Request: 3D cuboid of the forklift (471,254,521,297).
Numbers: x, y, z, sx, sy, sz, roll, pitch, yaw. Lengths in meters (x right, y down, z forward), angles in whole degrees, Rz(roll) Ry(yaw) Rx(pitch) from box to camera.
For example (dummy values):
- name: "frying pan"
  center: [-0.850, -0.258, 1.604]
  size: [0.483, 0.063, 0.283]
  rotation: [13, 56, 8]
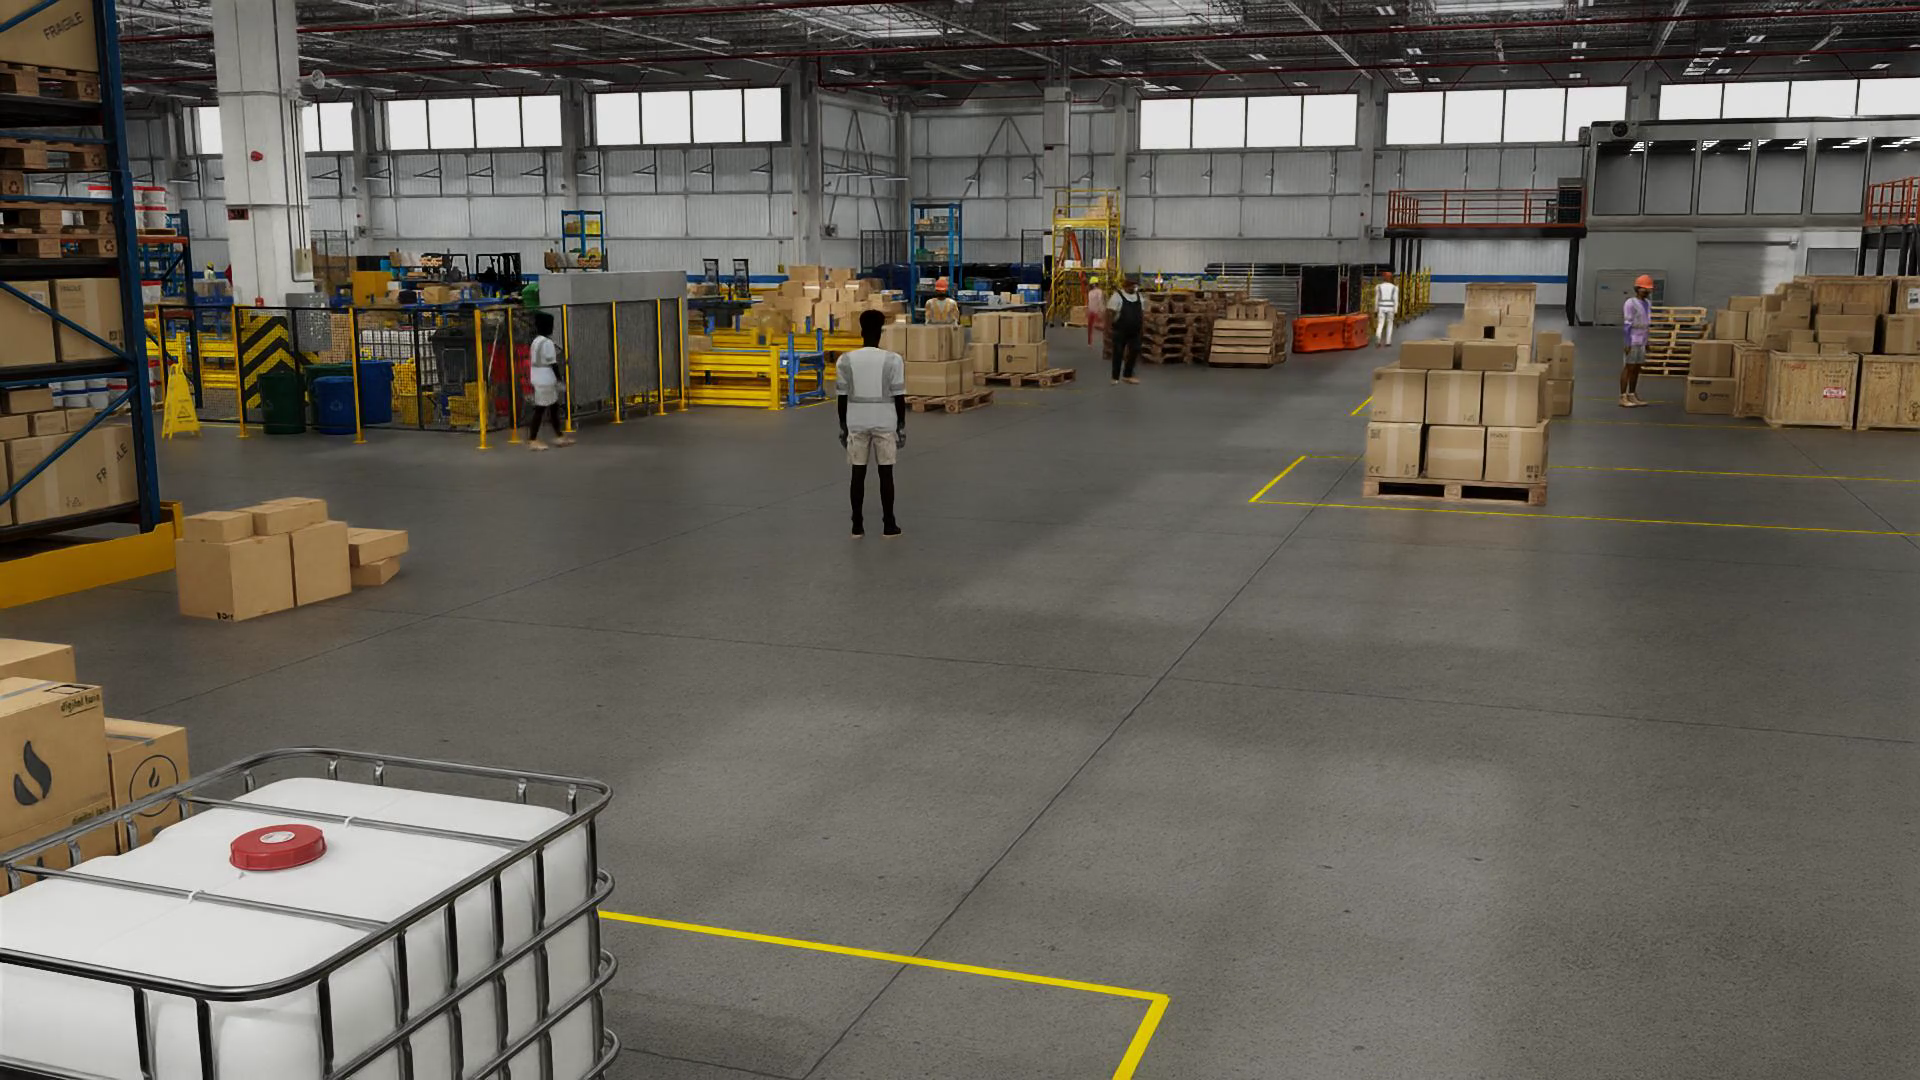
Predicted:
- name: "forklift"
  center: [-17.990, -10.121, 64.684]
  size: [1.157, 1.987, 2.680]
  rotation: [3, 11, 17]

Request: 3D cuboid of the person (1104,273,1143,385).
- name: "person"
  center: [2.940, -3.771, 29.673]
  size: [0.840, 2.000, 0.534]
  rotation: [-5, 11, -27]

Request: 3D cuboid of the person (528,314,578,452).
- name: "person"
  center: [-4.967, -1.916, 20.281]
  size: [0.767, 1.669, 0.541]
  rotation: [-5, 11, -27]

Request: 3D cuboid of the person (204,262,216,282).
- name: "person"
  center: [-29.370, -9.972, 65.222]
  size: [0.586, 1.824, 0.405]
  rotation: [7, 12, 33]

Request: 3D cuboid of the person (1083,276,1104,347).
- name: "person"
  center: [3.345, -5.599, 40.779]
  size: [0.662, 1.746, 0.532]
  rotation: [-7, 12, -35]

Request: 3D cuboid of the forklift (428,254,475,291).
- name: "forklift"
  center: [-20.133, -10.254, 65.465]
  size: [1.157, 1.987, 2.680]
  rotation: [3, 11, 19]

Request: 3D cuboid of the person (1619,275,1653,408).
- name: "person"
  center: [10.468, -3.058, 25.660]
  size: [0.609, 2.040, 0.394]
  rotation: [-7, 12, -36]

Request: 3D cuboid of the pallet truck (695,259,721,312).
- name: "pallet truck"
  center: [-9.165, -9.627, 62.776]
  size: [0.823, 1.965, 1.885]
  rotation: [4, 11, 23]

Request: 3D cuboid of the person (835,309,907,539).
- name: "person"
  center: [-0.748, -0.980, 14.163]
  size: [0.607, 1.965, 0.367]
  rotation: [1, 10, 8]

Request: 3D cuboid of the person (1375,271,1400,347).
- name: "person"
  center: [10.373, -5.604, 40.494]
  size: [0.602, 1.867, 0.711]
  rotation: [5, 11, 27]

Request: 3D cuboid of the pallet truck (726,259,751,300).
- name: "pallet truck"
  center: [-7.986, -9.493, 62.019]
  size: [0.823, 1.965, 1.885]
  rotation: [3, 11, 17]

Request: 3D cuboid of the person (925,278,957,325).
- name: "person"
  center: [-0.323, -3.510, 28.505]
  size: [0.551, 1.932, 0.378]
  rotation: [0, 10, -1]
